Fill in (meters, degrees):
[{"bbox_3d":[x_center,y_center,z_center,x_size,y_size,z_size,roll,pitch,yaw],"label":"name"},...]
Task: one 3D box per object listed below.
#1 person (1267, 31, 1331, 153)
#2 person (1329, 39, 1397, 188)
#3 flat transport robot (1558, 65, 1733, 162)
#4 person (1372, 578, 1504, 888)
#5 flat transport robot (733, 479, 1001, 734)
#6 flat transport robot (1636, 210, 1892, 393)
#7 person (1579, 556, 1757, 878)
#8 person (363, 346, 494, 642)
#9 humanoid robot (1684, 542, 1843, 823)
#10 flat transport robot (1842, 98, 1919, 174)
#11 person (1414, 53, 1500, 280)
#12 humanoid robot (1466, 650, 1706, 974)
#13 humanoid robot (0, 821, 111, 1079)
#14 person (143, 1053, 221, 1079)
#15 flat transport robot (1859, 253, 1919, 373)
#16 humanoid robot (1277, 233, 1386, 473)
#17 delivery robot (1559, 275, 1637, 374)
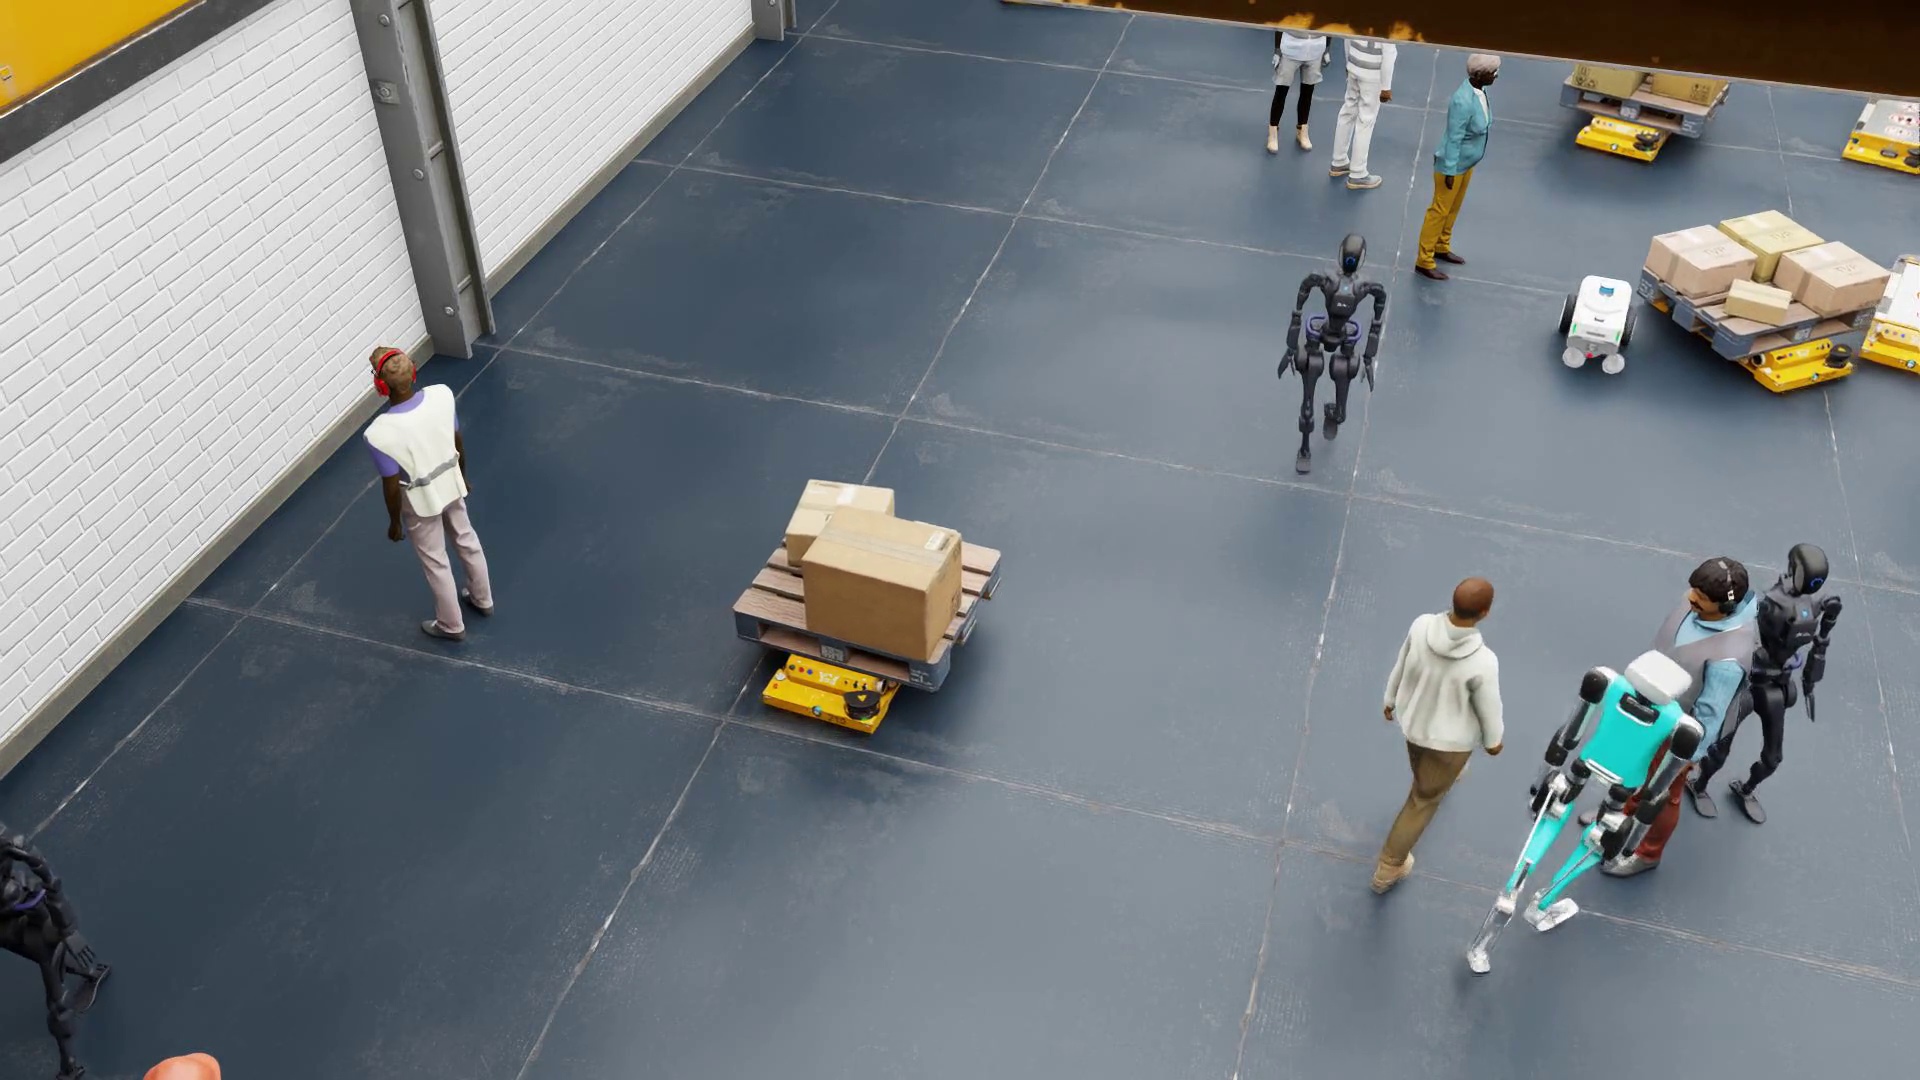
[{"bbox_3d":[2.861,-4.082,13.942,0.532,1.696,0.319,-4,39,-5],"label":"person"},{"bbox_3d":[3.291,-3.768,13.403,0.337,1.881,0.582,-15,41,-17],"label":"person"},{"bbox_3d":[5.993,-3.754,14.673,0.659,0.231,1.431,23,44,26],"label":"flat transport robot"},{"bbox_3d":[2.309,0.836,7.810,0.900,1.717,0.546,-25,45,-27],"label":"person"},{"bbox_3d":[-0.509,0.485,9.401,0.659,0.231,1.431,14,41,17],"label":"flat transport robot"},{"bbox_3d":[5.627,-1.554,11.937,0.659,0.231,1.431,-14,41,-16],"label":"flat transport robot"},{"bbox_3d":[3.341,0.820,7.709,0.414,1.871,0.540,-1,39,-1],"label":"person"},{"bbox_3d":[-2.873,-0.223,9.022,0.396,1.846,0.563,22,44,25],"label":"person"},{"bbox_3d":[3.849,0.719,7.984,0.586,1.648,0.389,-6,39,-7],"label":"humanoid robot"},{"bbox_3d":[8.180,-3.582,14.459,0.659,0.231,1.431,23,44,25],"label":"flat transport robot"},{"bbox_3d":[3.683,-2.775,12.278,0.344,1.750,0.528,23,44,26],"label":"person"},{"bbox_3d":[2.558,1.318,7.208,0.991,1.754,0.554,-25,45,-28],"label":"humanoid robot"},{"bbox_3d":[-3.939,1.592,6.925,0.603,1.628,0.752,4,39,5],"label":"humanoid robot"},{"bbox_3d":[-2.428,2.386,5.703,0.544,1.942,0.351,-3,39,-4],"label":"person"},{"bbox_3d":[6.994,-1.619,12.018,0.659,0.231,1.431,22,44,25],"label":"flat transport robot"},{"bbox_3d":[2.308,-1.218,10.395,0.599,1.638,0.512,6,39,8],"label":"humanoid robot"},{"bbox_3d":[4.511,-1.553,11.724,0.516,0.614,0.785,15,41,18],"label":"delivery robot"}]
